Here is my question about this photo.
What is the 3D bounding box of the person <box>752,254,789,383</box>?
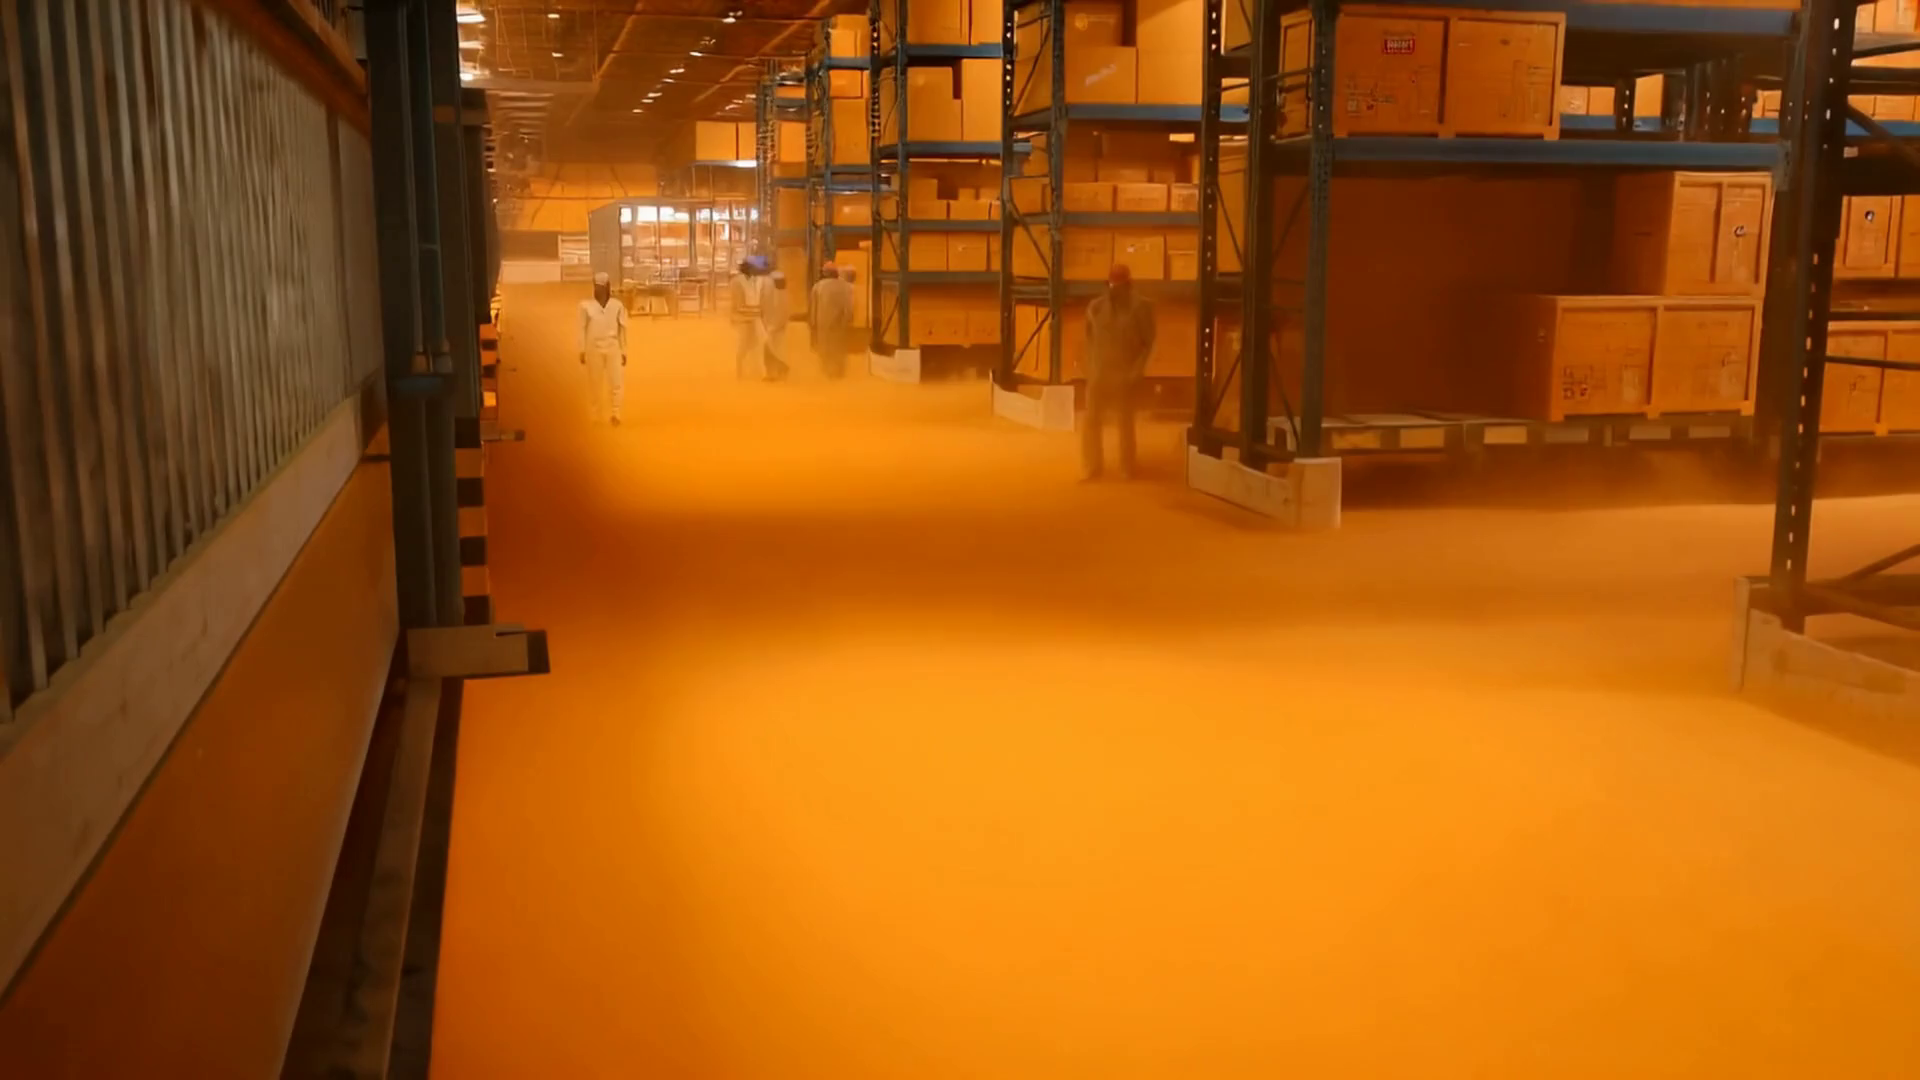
[{"bbox_3d":[-2.899,-3.263,24.594,0.505,1.909,0.569,5,11,25],"label":"person"}]

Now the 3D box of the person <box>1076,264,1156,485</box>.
[{"bbox_3d":[1.311,-1.387,14.080,0.656,1.875,0.568,4,11,20],"label":"person"}]

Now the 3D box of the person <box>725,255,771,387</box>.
[{"bbox_3d":[-3.049,-3.138,23.903,0.706,1.896,0.766,-7,12,-35],"label":"person"}]

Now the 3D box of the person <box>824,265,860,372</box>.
[{"bbox_3d":[-1.871,-3.565,26.803,0.494,1.728,0.592,-9,14,-43],"label":"person"}]

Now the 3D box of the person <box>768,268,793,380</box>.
[{"bbox_3d":[-2.799,-3.318,25.502,0.542,1.698,0.759,2,10,14],"label":"person"}]

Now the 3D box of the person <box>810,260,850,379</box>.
[{"bbox_3d":[-2.031,-3.399,25.675,0.587,1.796,0.797,-3,11,-18],"label":"person"}]

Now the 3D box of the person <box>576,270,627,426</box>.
[{"bbox_3d":[-4.059,-2.177,18.876,0.563,1.755,0.323,-4,11,-19],"label":"person"}]
